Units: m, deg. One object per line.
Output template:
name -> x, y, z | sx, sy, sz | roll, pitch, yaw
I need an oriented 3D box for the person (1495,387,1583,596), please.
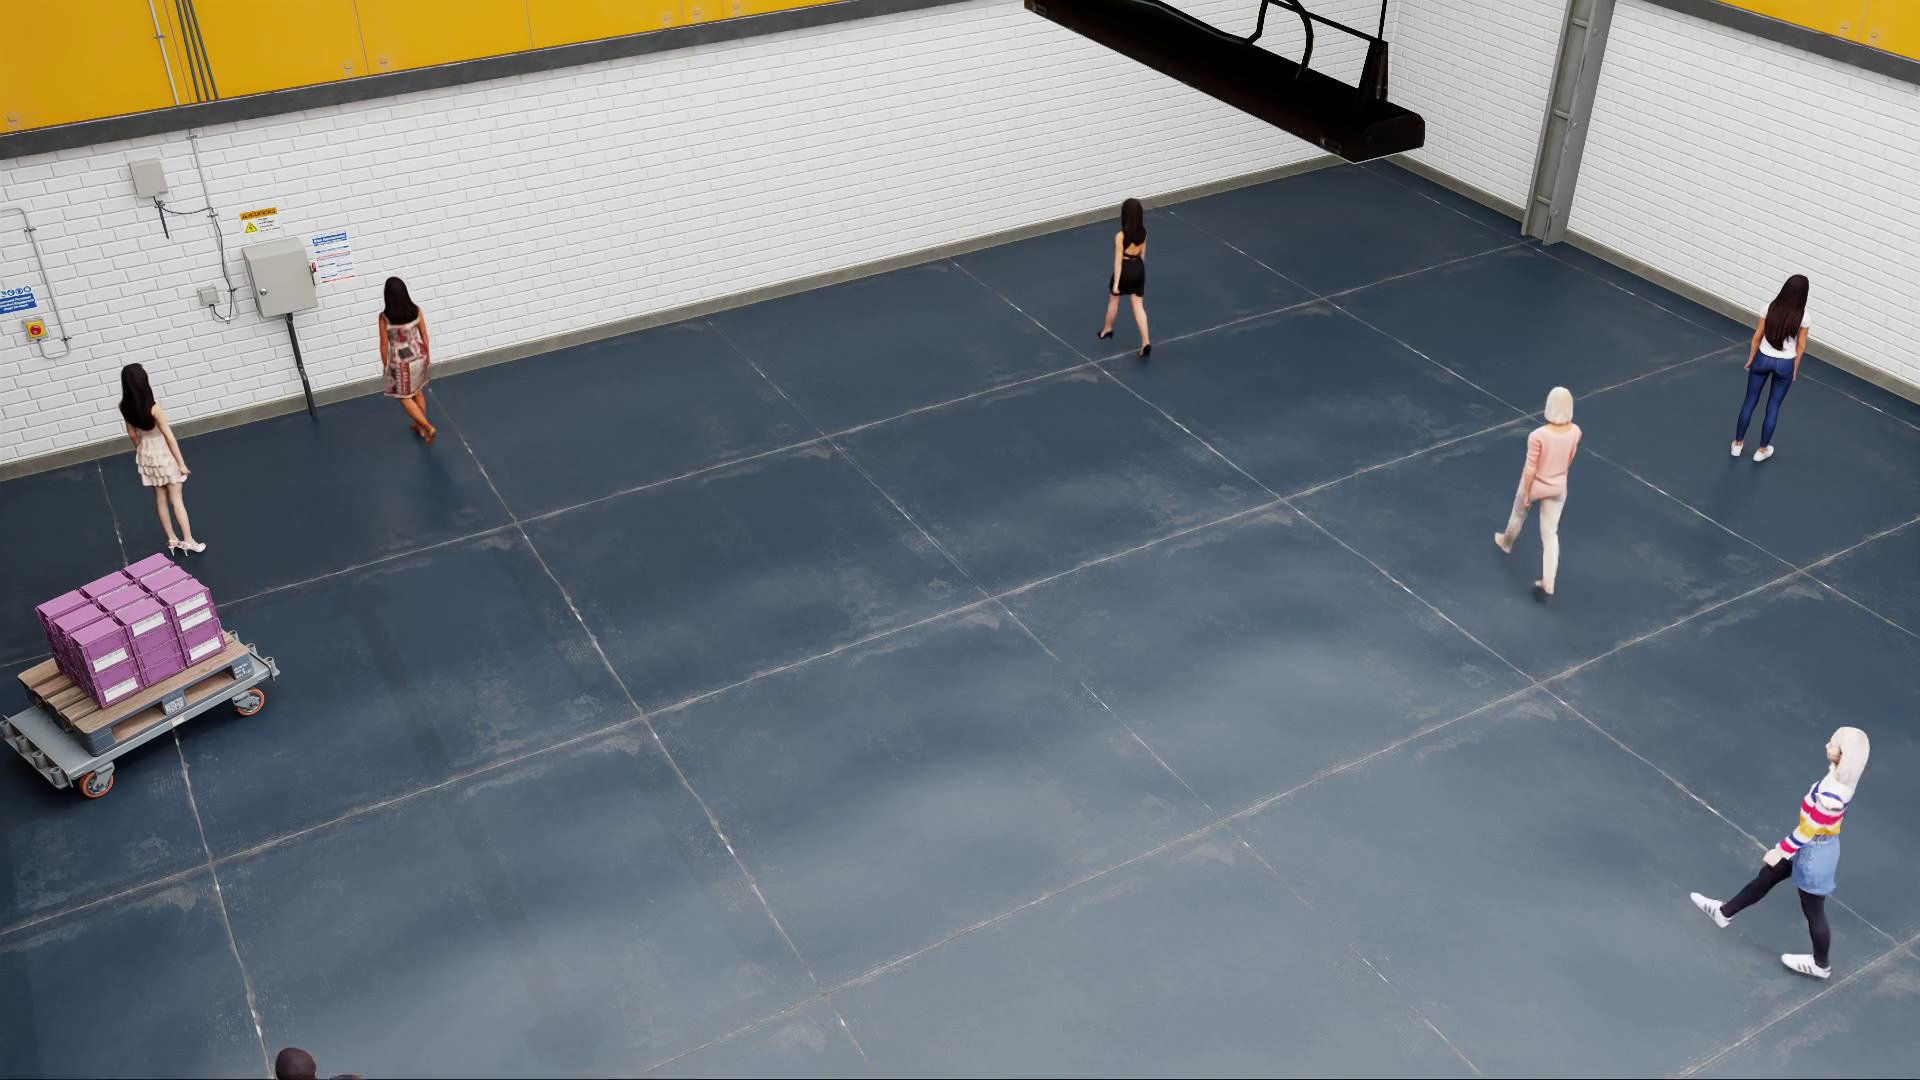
person -> 4.653, -0.361, 13.126 | 0.901, 1.677, 1.242 | -5, 34, -8

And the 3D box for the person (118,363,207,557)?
person -> -6.498, -0.634, 13.480 | 0.658, 1.739, 0.723 | 9, 35, 14

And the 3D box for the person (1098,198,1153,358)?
person -> 1.735, -2.551, 16.480 | 0.575, 1.611, 0.986 | -17, 37, -23

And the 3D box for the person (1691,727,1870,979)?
person -> 5.061, 1.873, 9.685 | 1.189, 1.764, 0.982 | 18, 38, 26

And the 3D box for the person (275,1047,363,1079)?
person -> -2.883, 3.106, 7.817 | 1.266, 1.780, 0.969 | 27, 42, 34

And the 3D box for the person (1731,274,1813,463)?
person -> 7.234, -1.537, 14.807 | 0.583, 1.774, 0.718 | 22, 40, 30

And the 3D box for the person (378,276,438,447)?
person -> -4.956, -1.577, 14.996 | 0.771, 1.632, 0.962 | -27, 42, -34
